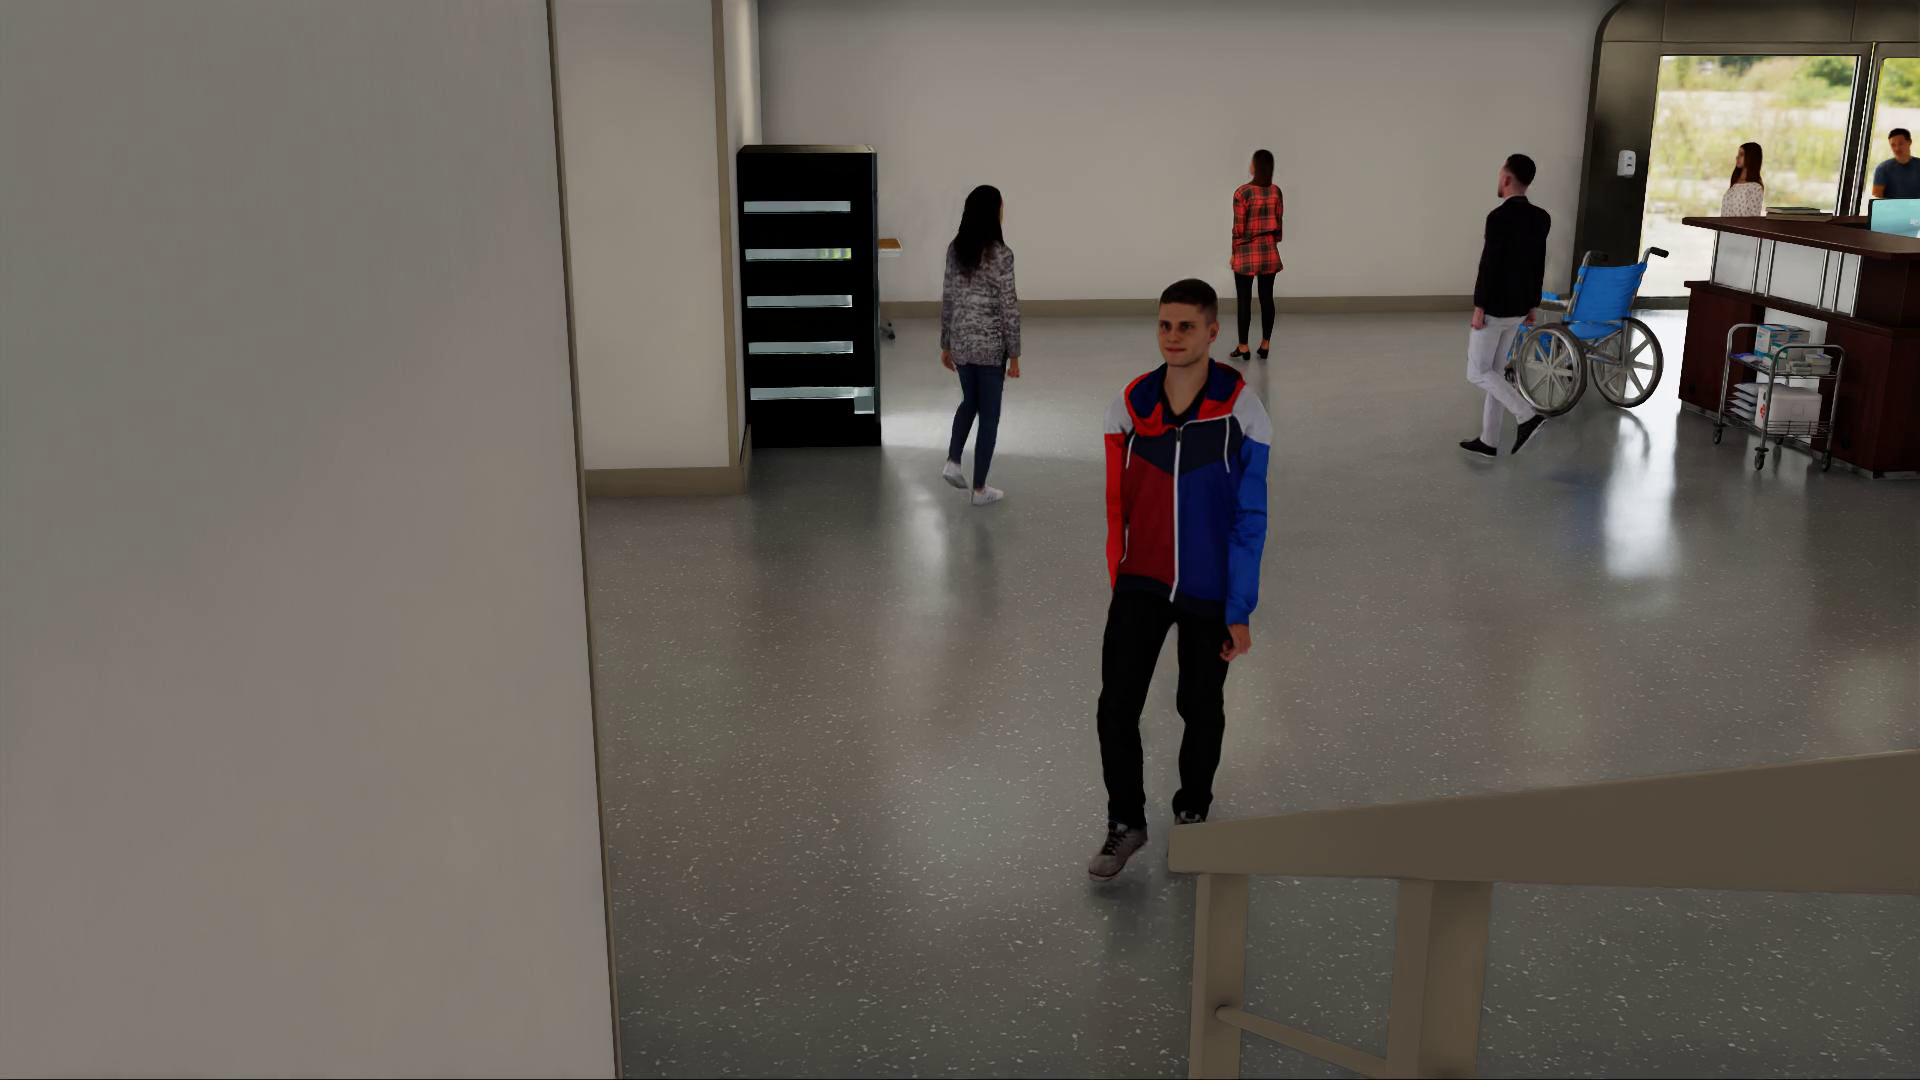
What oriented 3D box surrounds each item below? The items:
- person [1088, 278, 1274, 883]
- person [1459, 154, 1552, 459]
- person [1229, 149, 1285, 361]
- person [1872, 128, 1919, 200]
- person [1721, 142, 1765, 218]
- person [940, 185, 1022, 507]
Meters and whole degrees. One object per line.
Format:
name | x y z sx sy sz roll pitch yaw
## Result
person | 0.673 0.115 4.872 0.774 1.743 0.830 5 16 16
person | 3.317 -1.355 9.934 0.923 1.826 1.039 -11 19 -34
person | 2.430 -2.344 13.673 0.667 1.700 0.628 -5 17 -18
person | 9.057 -3.057 16.080 0.817 1.767 0.654 -4 16 -13
person | 6.700 -2.544 14.330 0.646 1.729 0.463 -3 16 -9
person | 0.044 -1.024 8.955 0.769 1.720 0.826 12 20 37
